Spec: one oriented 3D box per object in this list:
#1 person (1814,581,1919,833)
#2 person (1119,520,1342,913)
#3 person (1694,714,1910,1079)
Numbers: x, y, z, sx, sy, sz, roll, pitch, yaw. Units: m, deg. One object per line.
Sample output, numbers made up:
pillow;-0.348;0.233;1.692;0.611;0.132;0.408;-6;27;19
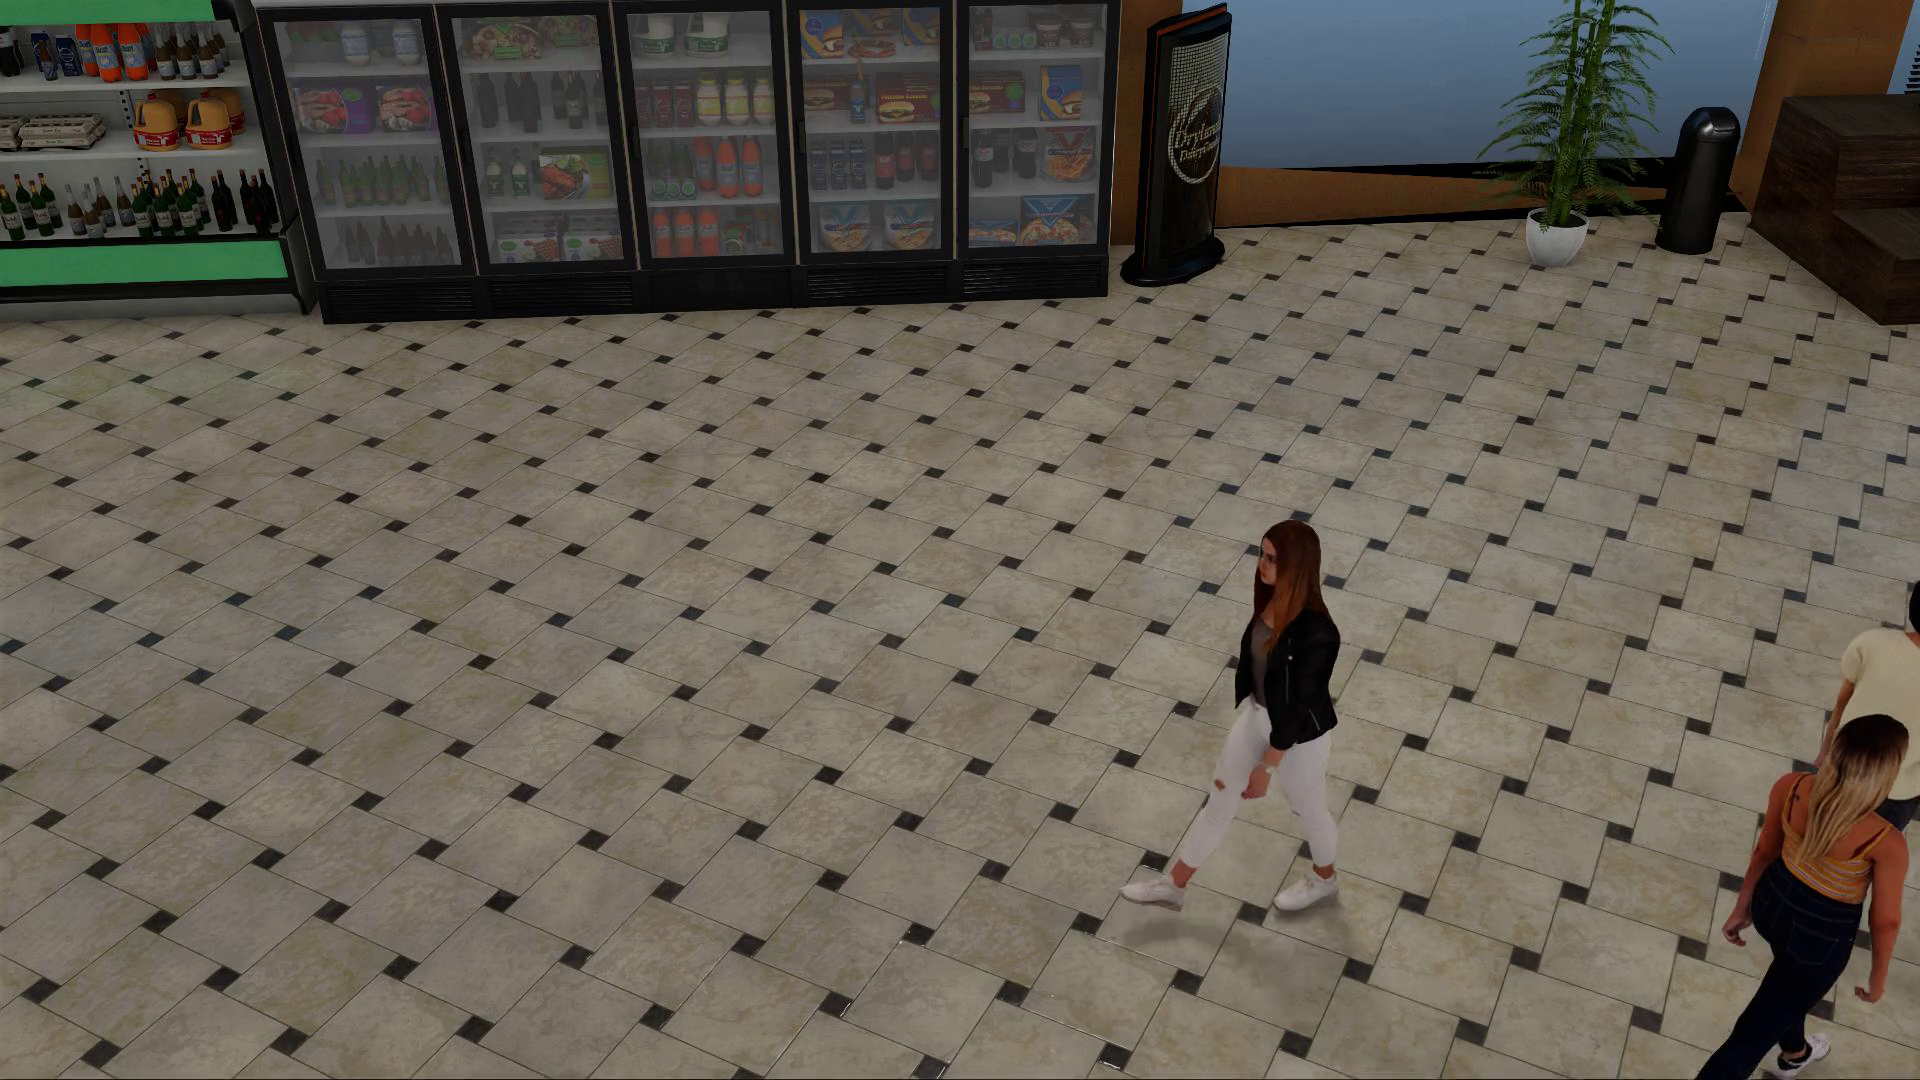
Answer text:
person;3.100;0.816;5.678;0.726;1.575;0.696;-23;38;-32
person;1.208;0.677;5.821;1.137;1.662;0.786;-11;34;-18
person;2.467;1.236;4.994;1.221;1.586;0.921;-17;36;-25
